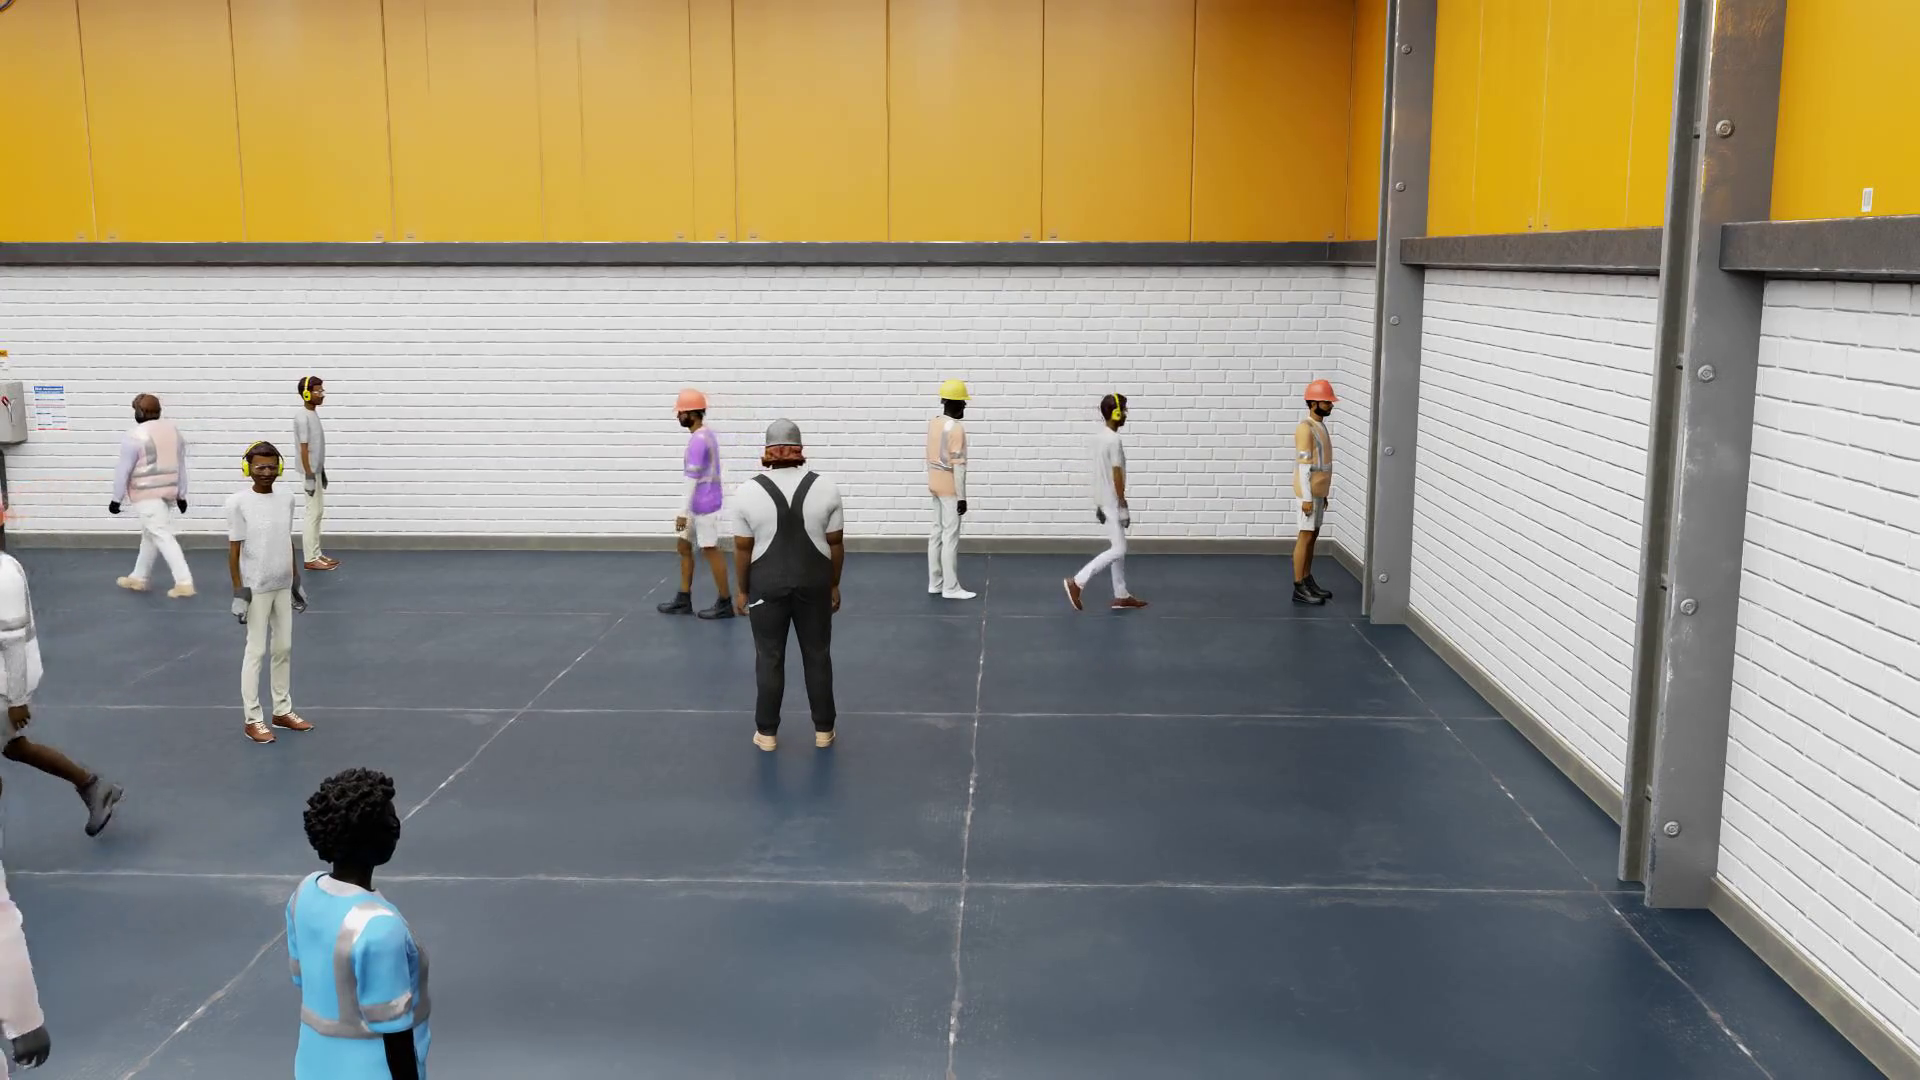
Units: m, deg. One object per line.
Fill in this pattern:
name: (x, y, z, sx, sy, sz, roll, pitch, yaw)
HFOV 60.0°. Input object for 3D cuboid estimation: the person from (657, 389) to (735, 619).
person: (-2.231, -0.284, 13.665, 0.793, 1.905, 0.563, -1, 10, -3)

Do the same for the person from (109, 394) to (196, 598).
person: (-7.134, -0.392, 14.670, 0.963, 1.797, 0.620, 2, 10, 14)

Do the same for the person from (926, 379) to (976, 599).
person: (-0.085, -0.446, 14.585, 0.388, 1.926, 0.590, -5, 11, -26)

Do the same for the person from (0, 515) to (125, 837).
person: (-4.653, 0.667, 8.221, 0.847, 1.889, 0.561, -9, 13, -42)

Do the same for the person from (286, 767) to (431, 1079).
person: (-1.540, 1.420, 4.332, 0.532, 1.696, 0.319, 9, 13, 44)

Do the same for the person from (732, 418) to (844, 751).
person: (-1.049, 0.257, 10.134, 0.672, 2.000, 0.536, -2, 10, -11)

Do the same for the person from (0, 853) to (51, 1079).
person: (-2.893, 1.283, 4.678, 0.671, 1.862, 0.984, 5, 11, 27)

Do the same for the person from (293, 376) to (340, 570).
person: (-6.167, -0.634, 15.893, 0.332, 1.866, 0.515, -2, 10, -9)

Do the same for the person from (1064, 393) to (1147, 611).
person: (1.246, -0.304, 13.974, 0.725, 1.850, 0.555, -1, 10, -8)

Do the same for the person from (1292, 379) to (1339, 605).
person: (3.076, -0.420, 14.402, 0.358, 1.938, 0.542, 5, 11, 26)

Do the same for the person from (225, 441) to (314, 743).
person: (-4.292, 0.311, 10.339, 0.310, 1.863, 0.534, 5, 11, 26)
